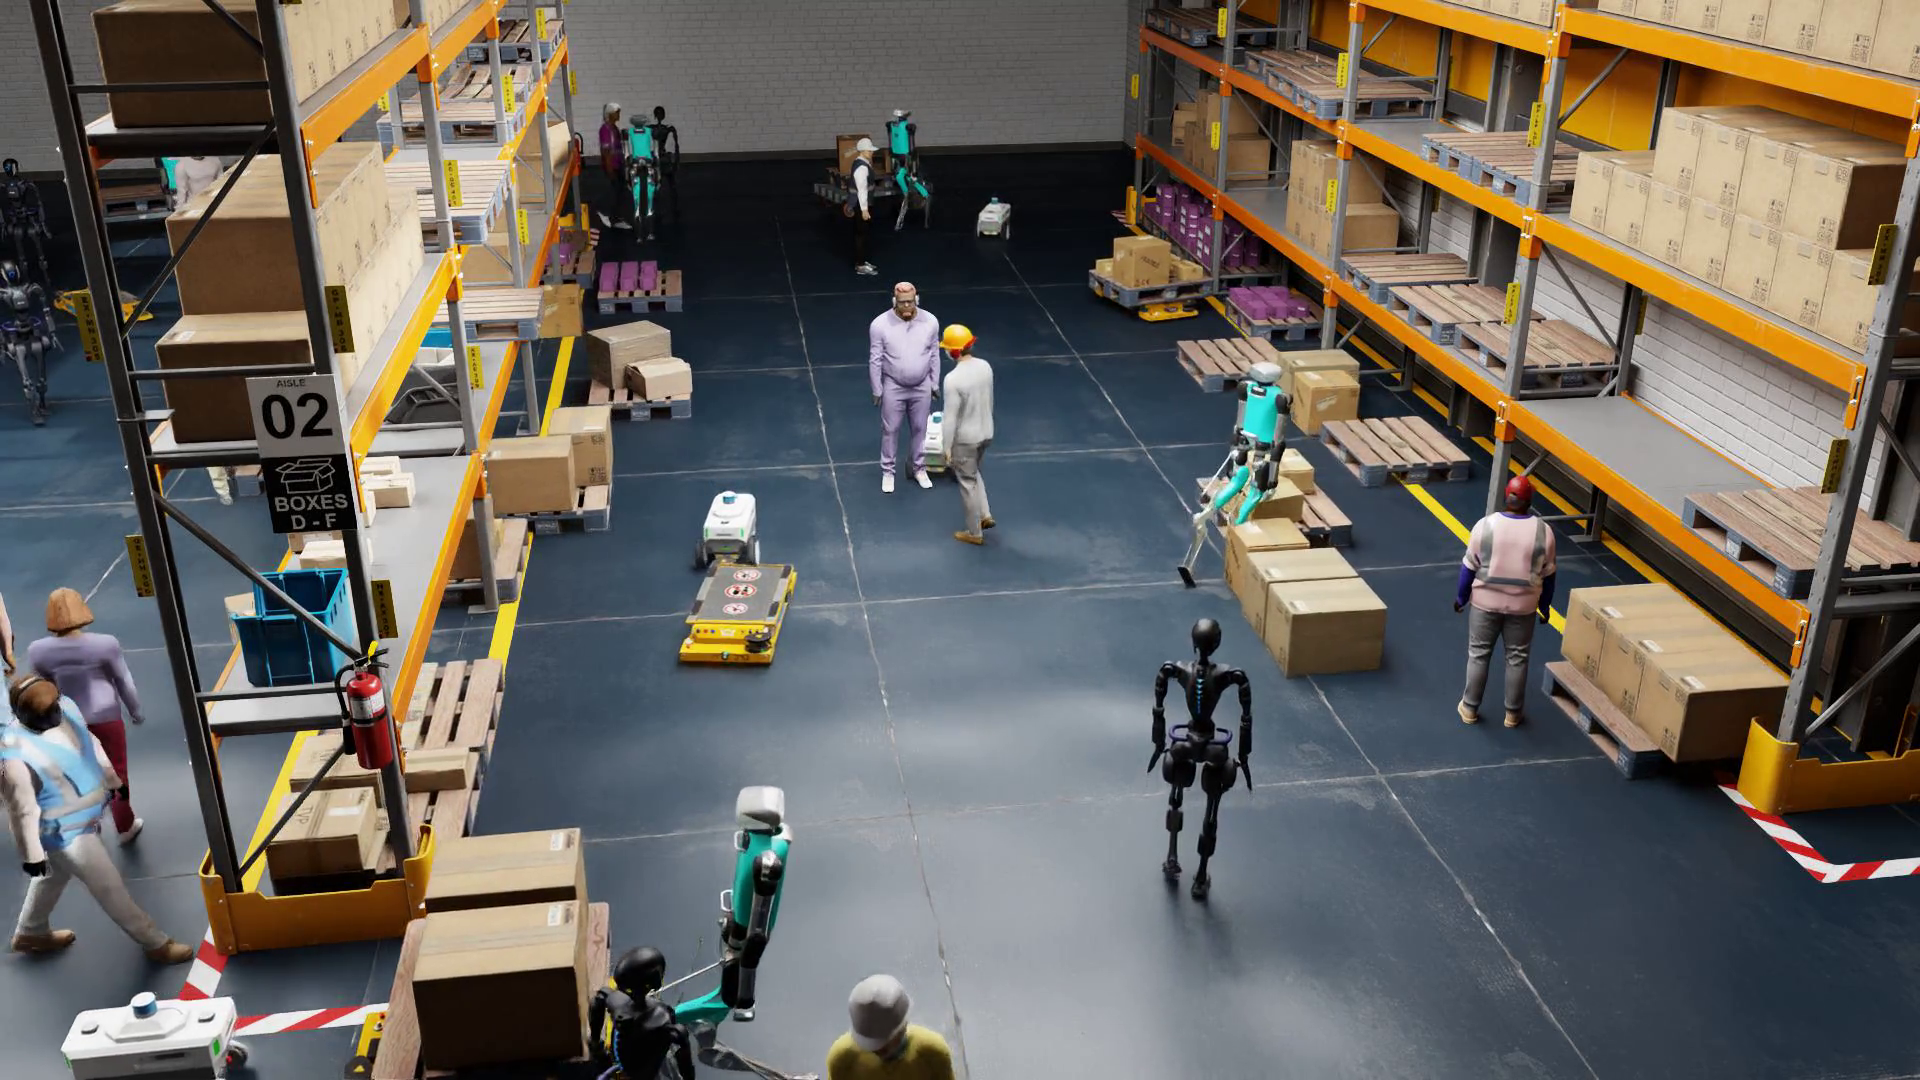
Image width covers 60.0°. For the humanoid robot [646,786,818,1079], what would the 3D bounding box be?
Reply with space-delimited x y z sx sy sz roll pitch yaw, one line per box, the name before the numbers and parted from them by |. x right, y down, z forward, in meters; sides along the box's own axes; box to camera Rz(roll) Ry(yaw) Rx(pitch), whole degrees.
humanoid robot | -1.130 1.923 7.477 0.936 1.735 0.538 -3 24 -8

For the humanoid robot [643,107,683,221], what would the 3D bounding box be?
humanoid robot | -4.445 -5.636 24.790 0.600 1.640 0.681 3 24 6

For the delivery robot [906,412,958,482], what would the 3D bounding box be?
delivery robot | -0.206 -0.872 15.305 0.499 0.592 0.771 3 24 8

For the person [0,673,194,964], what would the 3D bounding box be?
person | -4.606 1.432 8.545 0.952 1.783 0.708 -3 24 -6

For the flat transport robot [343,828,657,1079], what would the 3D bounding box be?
flat transport robot | -2.215 2.436 8.128 1.431 0.231 0.659 -4 24 -8

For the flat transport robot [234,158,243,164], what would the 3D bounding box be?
flat transport robot | -9.876 -4.812 24.640 0.659 0.231 1.431 -14 27 -29

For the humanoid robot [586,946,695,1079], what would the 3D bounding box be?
humanoid robot | -1.256 2.291 6.765 0.615 1.627 0.784 14 27 29

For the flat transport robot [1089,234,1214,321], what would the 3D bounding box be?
flat transport robot | 2.283 -2.973 20.452 0.659 0.231 1.431 -10 26 -21

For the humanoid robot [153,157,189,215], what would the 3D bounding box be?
humanoid robot | -10.248 -4.506 22.186 0.551 1.772 1.009 -3 24 -7

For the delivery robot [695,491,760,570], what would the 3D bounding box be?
delivery robot | -1.872 -0.087 13.541 0.499 0.611 0.814 0 24 0

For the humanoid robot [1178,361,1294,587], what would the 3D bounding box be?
humanoid robot | 2.061 -0.457 12.919 0.990 1.756 0.545 -16 28 -32

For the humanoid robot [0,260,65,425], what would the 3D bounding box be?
humanoid robot | -9.213 -1.975 16.451 0.639 1.633 0.603 21 32 40

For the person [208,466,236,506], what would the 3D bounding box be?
person | -6.553 -1.192 14.576 0.591 1.731 0.543 -18 30 -36

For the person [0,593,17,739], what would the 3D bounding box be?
person | -5.940 0.728 9.873 0.611 1.997 0.375 -19 30 -37

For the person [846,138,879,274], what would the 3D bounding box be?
person | -1.269 -4.383 21.811 0.443 1.756 0.753 -2 24 -4

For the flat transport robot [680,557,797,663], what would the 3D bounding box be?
flat transport robot | -1.647 0.517 12.501 0.659 0.231 1.431 1 24 2

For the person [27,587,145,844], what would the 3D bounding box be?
person | -5.027 1.024 9.659 0.511 1.622 0.348 -2 24 -5

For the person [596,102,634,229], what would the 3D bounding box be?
person | -4.993 -5.382 23.988 0.449 1.831 0.547 5 24 11

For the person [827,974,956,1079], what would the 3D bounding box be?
person | -0.227 2.374 6.345 0.543 1.816 1.004 -5 24 -10

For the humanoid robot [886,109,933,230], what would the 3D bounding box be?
humanoid robot | -0.665 -5.353 24.143 0.541 1.838 0.829 21 31 39

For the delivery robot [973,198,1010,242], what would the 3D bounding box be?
delivery robot | 0.486 -4.567 23.745 0.499 0.610 0.788 5 24 12

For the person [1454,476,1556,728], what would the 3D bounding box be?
person | 3.561 0.406 10.911 0.605 1.751 0.418 6 24 14

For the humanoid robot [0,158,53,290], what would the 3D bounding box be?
humanoid robot | -11.796 -3.982 20.980 0.599 1.657 0.315 -3 24 -8

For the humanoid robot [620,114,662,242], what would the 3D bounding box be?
humanoid robot | -4.440 -4.992 23.233 0.542 1.805 0.643 -2 24 -4

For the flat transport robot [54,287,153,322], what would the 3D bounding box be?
flat transport robot | -10.379 -2.829 20.123 0.659 0.231 1.431 -22 32 -40

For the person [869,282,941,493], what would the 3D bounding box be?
person | -0.471 -1.350 14.718 0.651 1.905 0.406 -7 25 -15

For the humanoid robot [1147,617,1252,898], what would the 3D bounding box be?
humanoid robot | 1.329 1.193 9.199 0.588 1.647 0.377 6 24 12

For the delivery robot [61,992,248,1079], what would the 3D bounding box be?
delivery robot | -3.815 2.413 7.844 0.814 0.611 0.499 -4 24 -8

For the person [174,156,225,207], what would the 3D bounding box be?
person | -9.526 -4.211 21.253 0.811 1.893 0.608 7 25 16

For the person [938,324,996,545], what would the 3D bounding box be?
person | 0.047 -0.852 13.634 0.463 1.868 0.587 21 31 39
